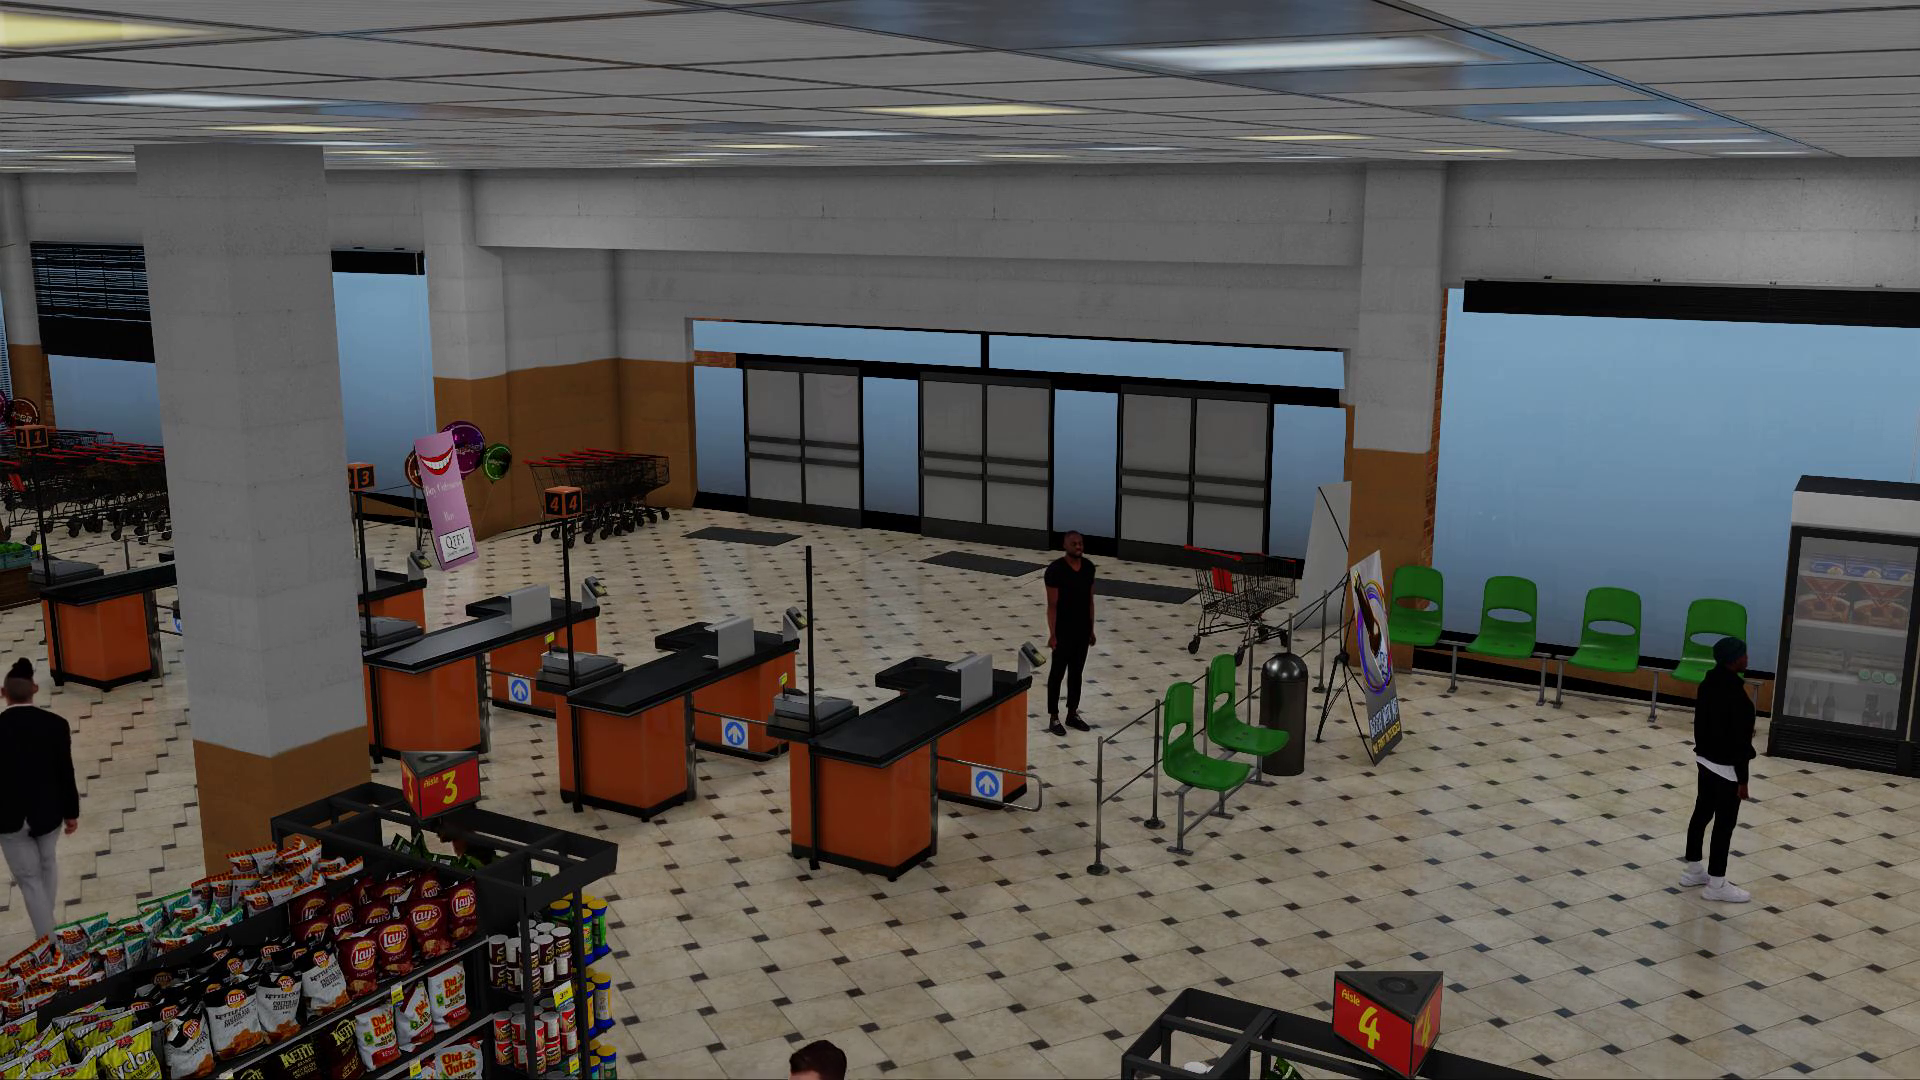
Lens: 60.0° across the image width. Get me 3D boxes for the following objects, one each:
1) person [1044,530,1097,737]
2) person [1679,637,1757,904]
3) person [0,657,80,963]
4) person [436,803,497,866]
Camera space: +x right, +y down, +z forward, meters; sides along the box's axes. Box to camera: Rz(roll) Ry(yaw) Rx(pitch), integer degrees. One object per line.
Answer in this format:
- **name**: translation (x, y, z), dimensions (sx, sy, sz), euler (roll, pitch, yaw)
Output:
- **person**: translation (0.972, 0.800, 14.736), dimensions (0.694, 1.819, 0.812), euler (-7, 14, -28)
- **person**: translation (5.154, 1.528, 11.279), dimensions (0.823, 1.818, 0.737), euler (-2, 12, -8)
- **person**: translation (-5.699, 1.712, 10.204), dimensions (1.268, 1.903, 1.061), euler (-9, 15, -38)
- **person**: translation (-2.351, 2.144, 8.421), dimensions (0.917, 1.791, 0.845), euler (-1, 12, -3)
